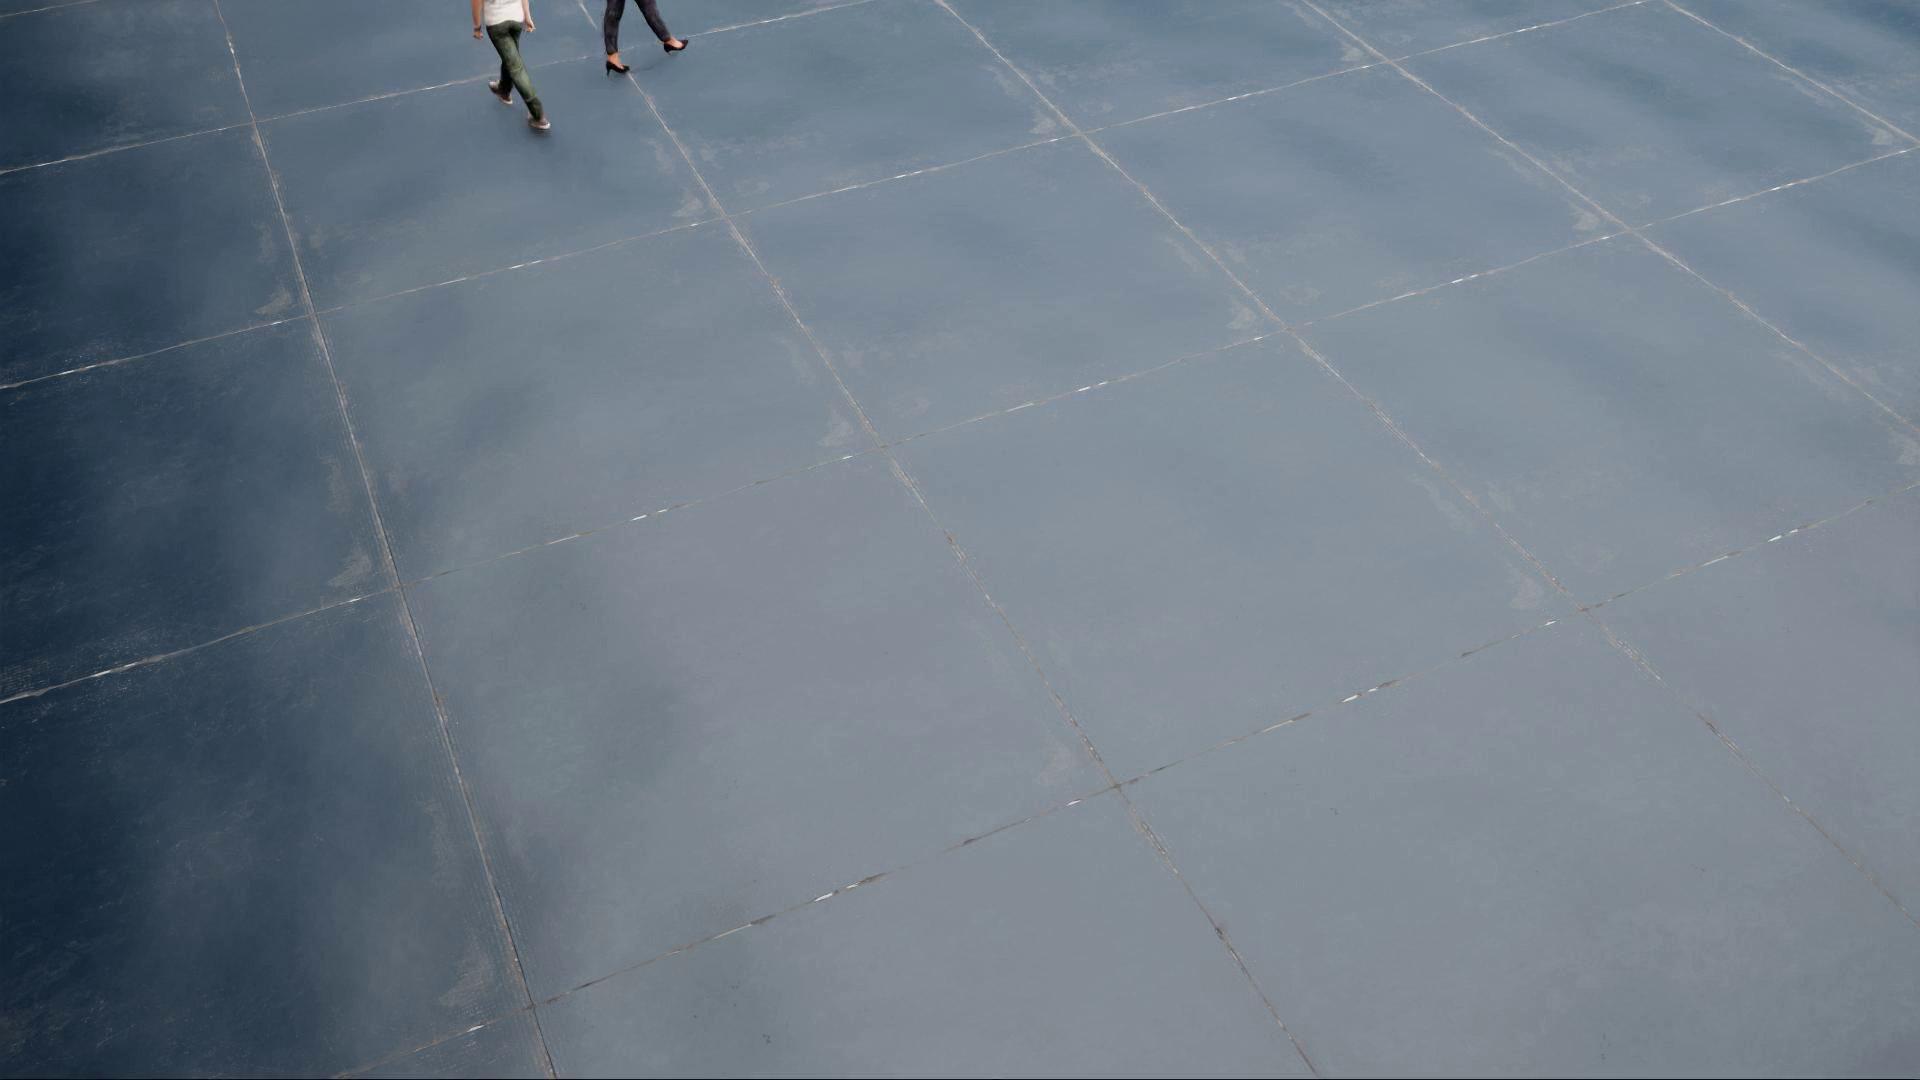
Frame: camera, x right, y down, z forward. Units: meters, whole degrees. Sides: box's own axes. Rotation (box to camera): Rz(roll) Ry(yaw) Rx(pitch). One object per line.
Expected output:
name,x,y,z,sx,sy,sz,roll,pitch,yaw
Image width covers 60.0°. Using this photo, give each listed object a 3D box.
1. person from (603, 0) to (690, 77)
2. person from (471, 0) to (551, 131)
person,-2.815,-4.596,13.567,1.056,1.681,0.944,32,51,30
person,-3.496,-3.964,12.924,0.835,1.610,1.185,-33,51,-31
